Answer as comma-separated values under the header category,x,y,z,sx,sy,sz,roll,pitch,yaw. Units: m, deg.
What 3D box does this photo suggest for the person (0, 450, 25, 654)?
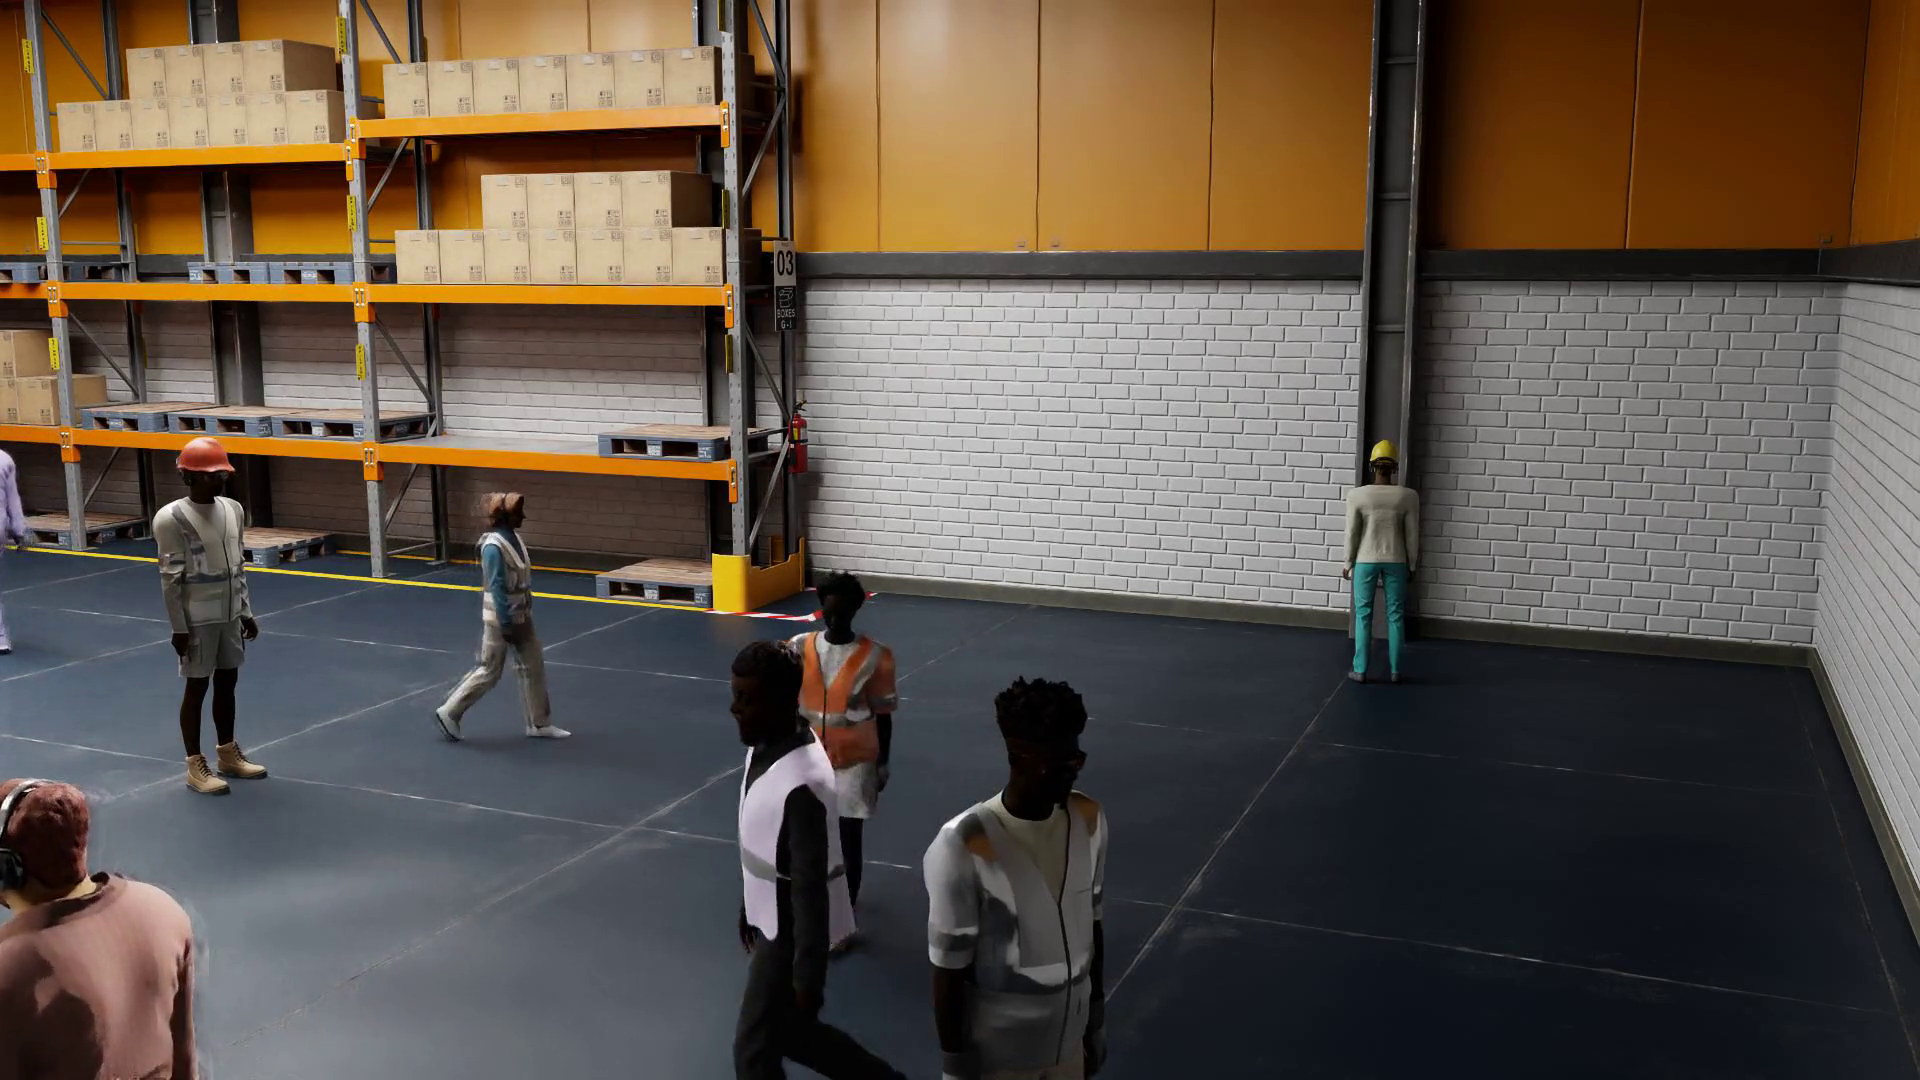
category,x,y,z,sx,sy,sz,roll,pitch,yaw
person,-7.761,-0.059,13.019,0.967,1.870,0.666,5,11,29

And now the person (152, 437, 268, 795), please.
category,x,y,z,sx,sy,sz,roll,pitch,yaw
person,-4.294,0.424,9.563,0.371,2.044,0.608,3,10,18

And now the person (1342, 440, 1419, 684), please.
category,x,y,z,sx,sy,sz,roll,pitch,yaw
person,3.022,0.164,11.978,0.534,1.767,0.314,1,9,4

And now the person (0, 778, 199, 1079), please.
category,x,y,z,sx,sy,sz,roll,pitch,yaw
person,-2.022,1.459,3.763,0.422,1.893,0.645,2,10,10

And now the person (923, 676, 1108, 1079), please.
category,x,y,z,sx,sy,sz,roll,pitch,yaw
person,0.173,1.313,4.449,0.609,1.959,0.375,-8,12,-39

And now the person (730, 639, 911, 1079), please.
category,x,y,z,sx,sy,sz,roll,pitch,yaw
person,-0.474,1.216,5.228,0.740,1.890,0.605,-2,10,-12

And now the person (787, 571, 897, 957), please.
category,x,y,z,sx,sy,sz,roll,pitch,yaw
person,-0.526,0.947,7.464,0.536,1.681,0.674,3,10,18

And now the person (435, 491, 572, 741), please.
category,x,y,z,sx,sy,sz,roll,pitch,yaw
person,-2.920,0.490,10.490,0.765,1.609,0.514,1,9,8
